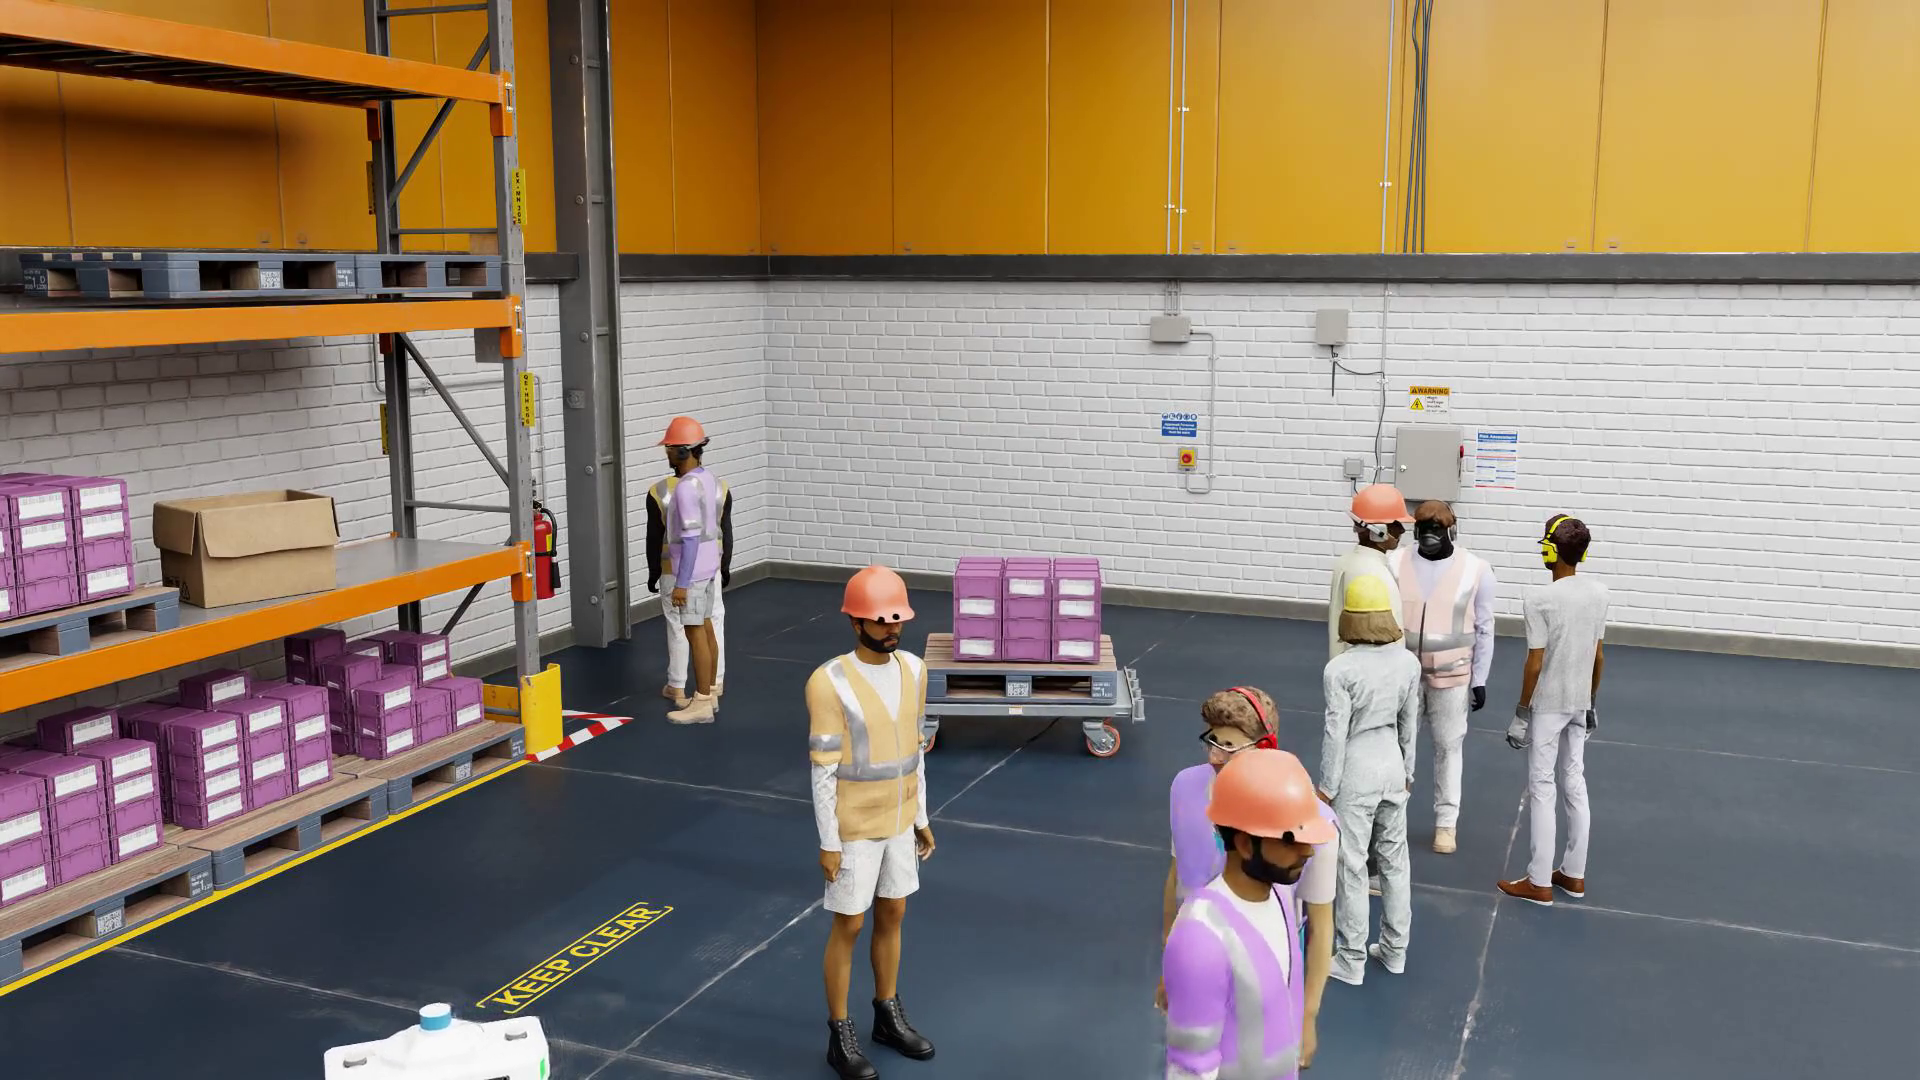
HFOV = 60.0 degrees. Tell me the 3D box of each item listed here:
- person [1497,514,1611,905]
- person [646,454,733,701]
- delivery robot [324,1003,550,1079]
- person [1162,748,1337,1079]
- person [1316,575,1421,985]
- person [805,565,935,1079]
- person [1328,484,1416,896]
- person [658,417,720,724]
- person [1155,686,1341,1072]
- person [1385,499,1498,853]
[{"bbox_3d":[2.834,0.804,7.927,0.513,1.872,0.328,-5,10,-26],"label":"person"},{"bbox_3d":[-1.898,0.204,11.650,0.621,1.845,0.429,-4,10,-24],"label":"person"},{"bbox_3d":[-1.748,1.801,5.581,0.707,0.478,0.477,-4,10,-22],"label":"delivery robot"},{"bbox_3d":[0.602,1.417,4.120,0.770,1.916,0.547,6,11,31],"label":"person"},{"bbox_3d":[1.715,1.010,7.076,0.492,1.737,0.324,-5,10,-26],"label":"person"},{"bbox_3d":[-0.312,1.049,6.239,0.544,1.939,0.354,-9,13,-44],"label":"person"},{"bbox_3d":[1.987,0.717,8.078,0.389,1.991,0.622,-1,9,-8],"label":"person"},{"bbox_3d":[-1.797,0.201,11.051,0.379,2.045,0.605,1,9,4],"label":"person"},{"bbox_3d":[0.838,1.318,4.913,0.563,1.837,0.388,9,13,42],"label":"person"},{"bbox_3d":[2.435,0.700,8.644,0.624,1.845,0.430,5,11,27],"label":"person"}]
